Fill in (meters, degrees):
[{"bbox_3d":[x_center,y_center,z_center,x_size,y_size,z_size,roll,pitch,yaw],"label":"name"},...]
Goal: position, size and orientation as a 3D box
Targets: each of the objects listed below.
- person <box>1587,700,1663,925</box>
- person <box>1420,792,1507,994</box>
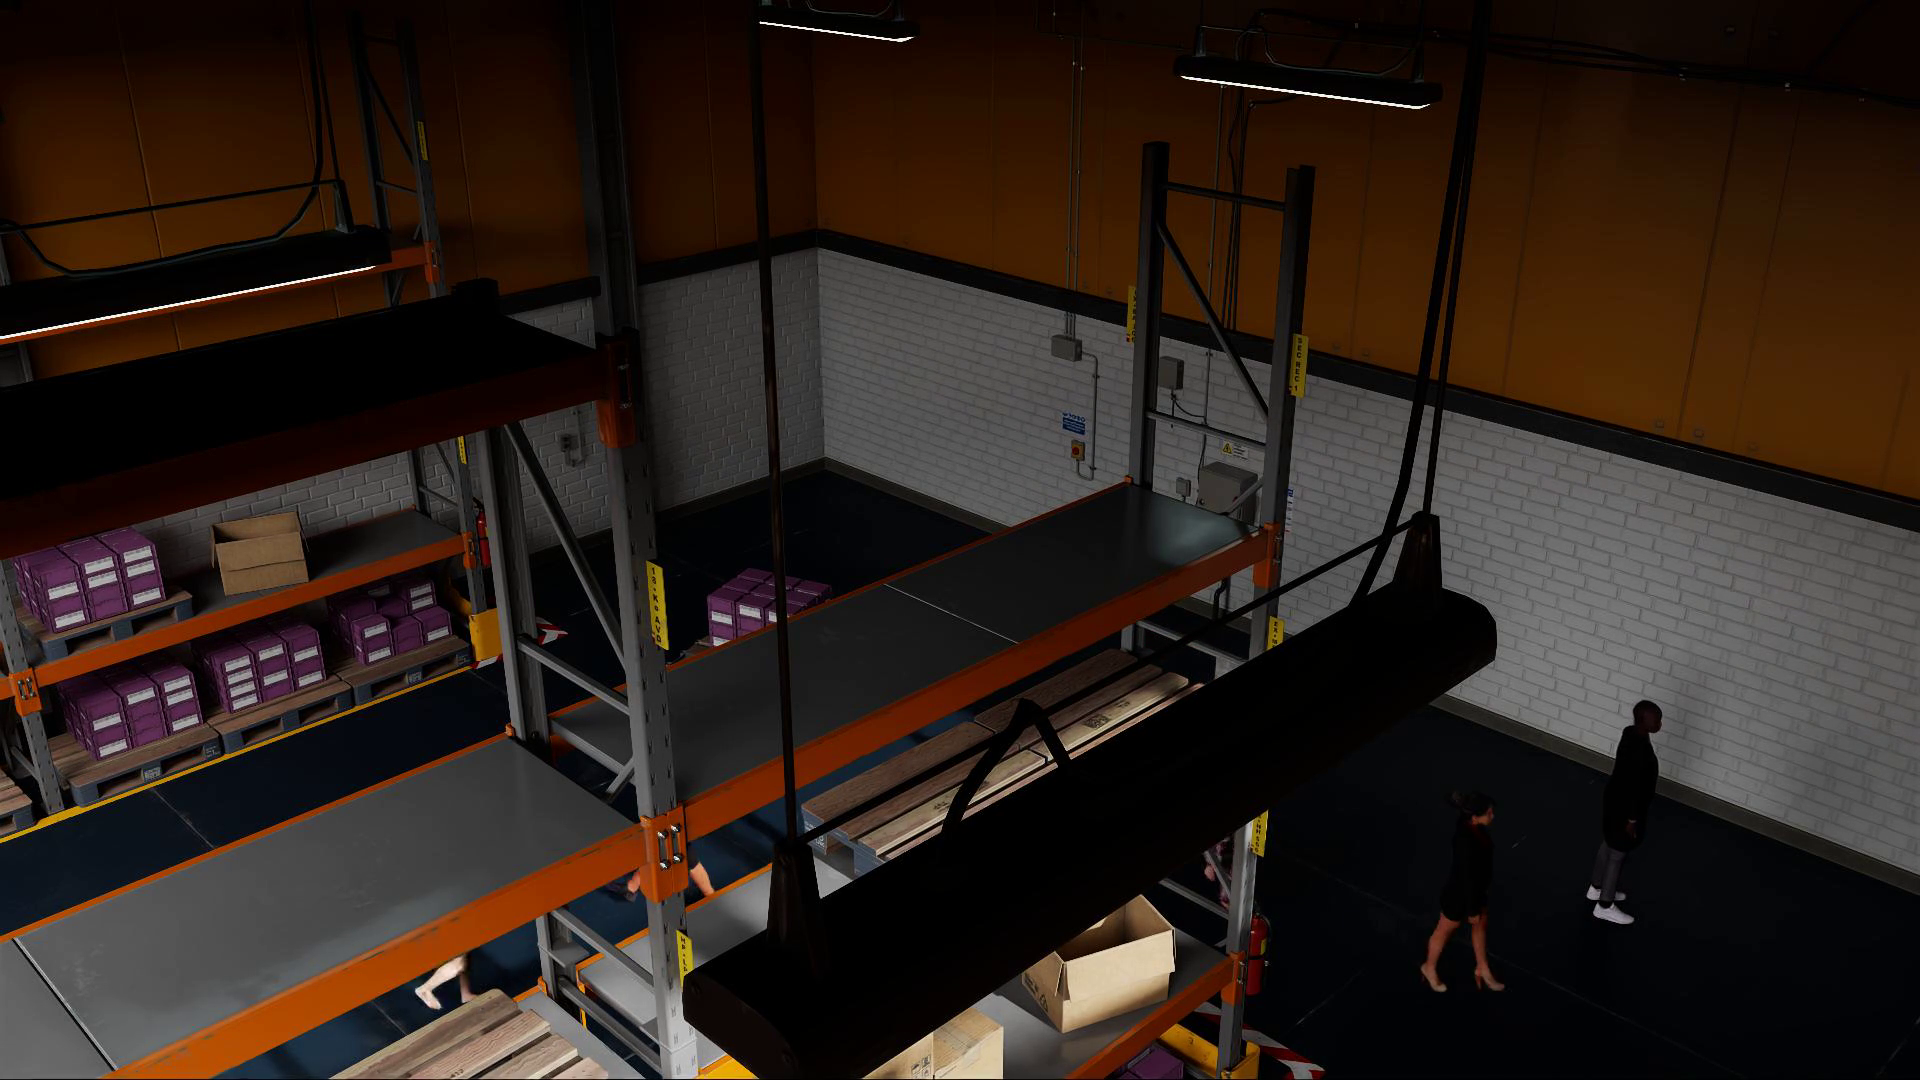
[{"bbox_3d":[4.888,1.963,12.254,0.782,1.762,0.672,5,24,11],"label":"person"},{"bbox_3d":[3.356,2.421,11.382,0.776,1.623,0.807,12,26,26],"label":"person"}]
